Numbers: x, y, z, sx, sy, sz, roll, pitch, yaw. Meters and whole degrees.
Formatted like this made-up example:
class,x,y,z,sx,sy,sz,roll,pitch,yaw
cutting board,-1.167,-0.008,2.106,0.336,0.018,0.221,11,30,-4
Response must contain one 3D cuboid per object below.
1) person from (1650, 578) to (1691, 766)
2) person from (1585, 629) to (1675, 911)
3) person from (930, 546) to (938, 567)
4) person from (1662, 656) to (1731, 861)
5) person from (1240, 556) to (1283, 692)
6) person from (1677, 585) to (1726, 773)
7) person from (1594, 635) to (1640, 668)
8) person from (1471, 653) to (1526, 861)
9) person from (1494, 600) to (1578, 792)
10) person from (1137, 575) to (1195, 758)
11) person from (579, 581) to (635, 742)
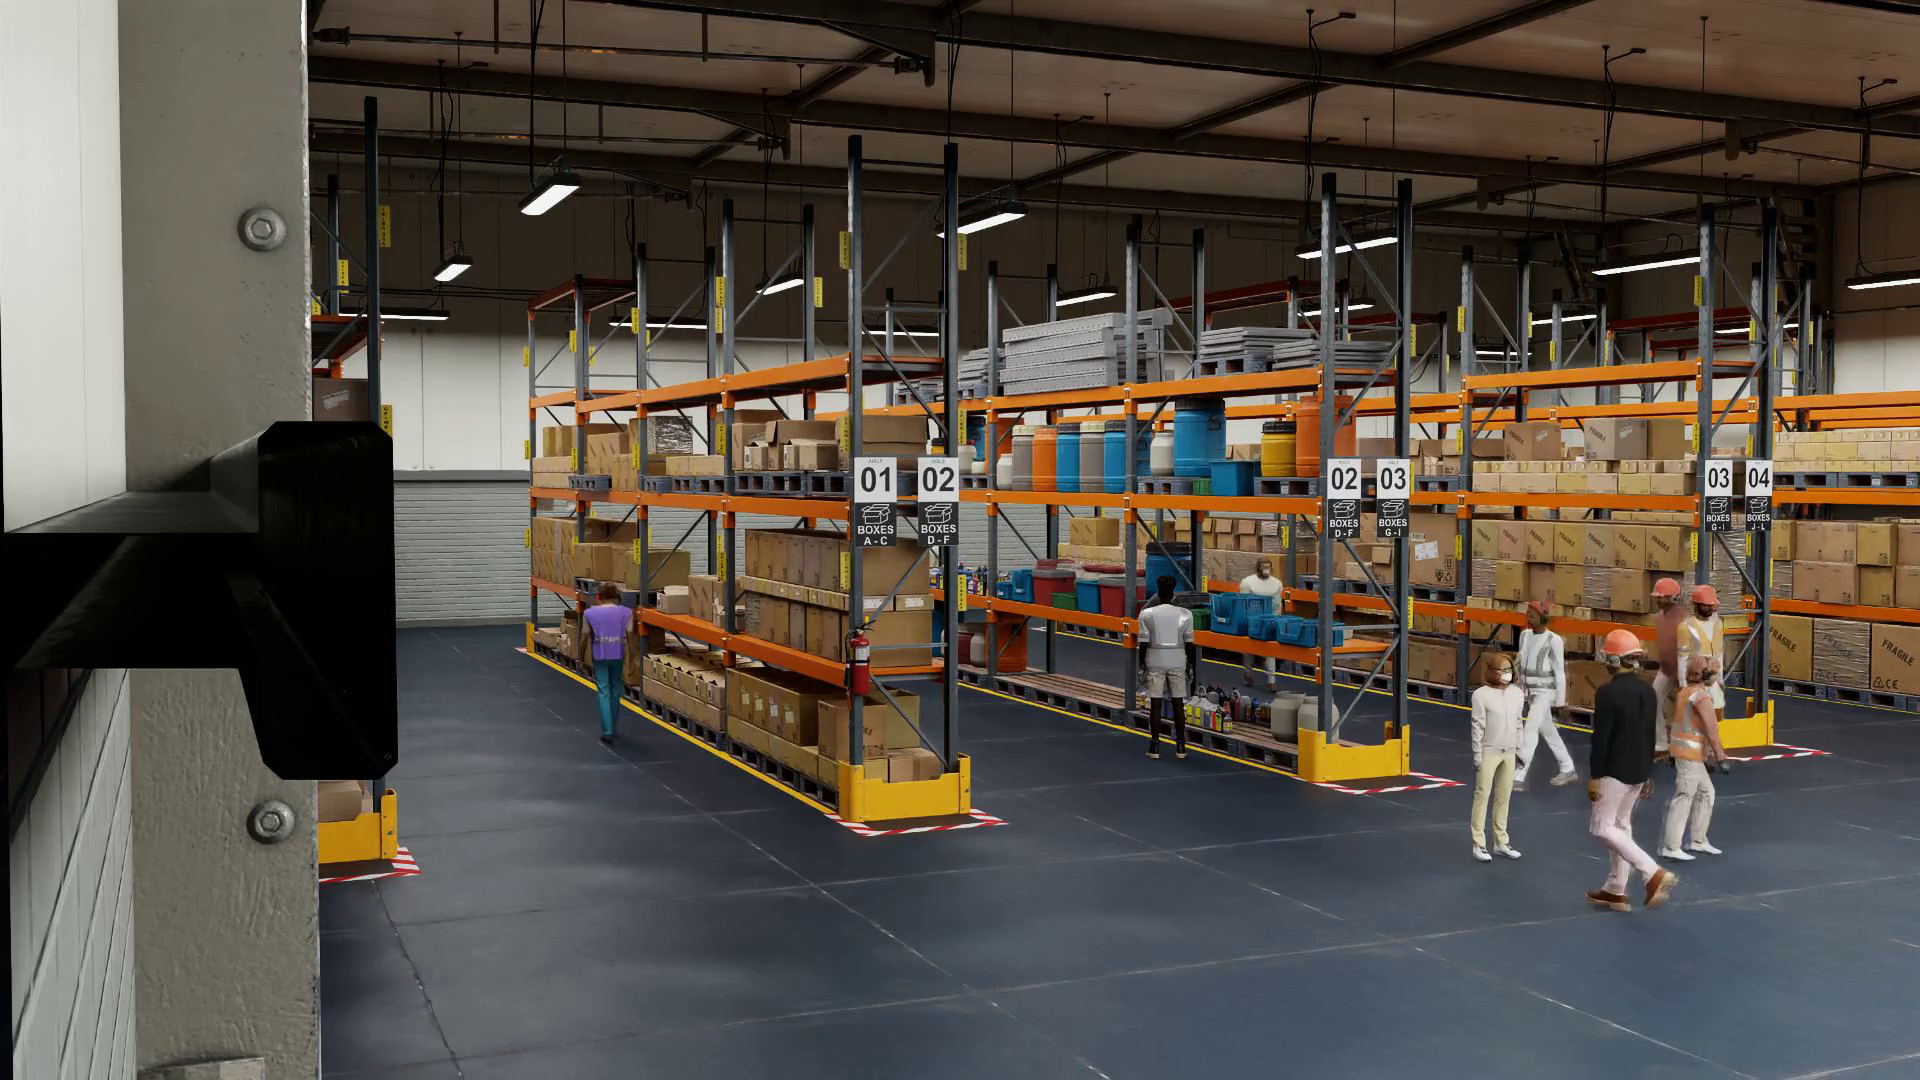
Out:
class,x,y,z,sx,sy,sz,roll,pitch,yaw
person,7.372,1.374,18.617,0.653,1.964,0.640,-1,2,-14
person,4.648,1.609,12.428,0.626,1.971,0.672,-2,3,-37
person,-0.450,0.757,34.537,0.406,1.986,0.617,1,3,32
person,5.824,1.725,14.114,0.637,1.613,0.518,0,2,9
person,4.232,1.158,25.268,0.632,1.902,0.987,0,2,-4
person,7.577,1.407,18.366,0.565,1.919,0.519,-1,2,-22
person,9.049,1.223,24.821,0.647,1.790,0.985,-2,3,-40
person,4.271,1.708,14.206,0.501,1.633,0.285,-1,2,-23
person,5.618,1.495,17.338,0.997,1.838,0.590,-1,2,-15
person,2.209,1.352,19.227,0.613,1.963,0.362,0,2,0
person,-4.081,1.380,20.620,0.586,1.798,0.959,-1,2,-24
